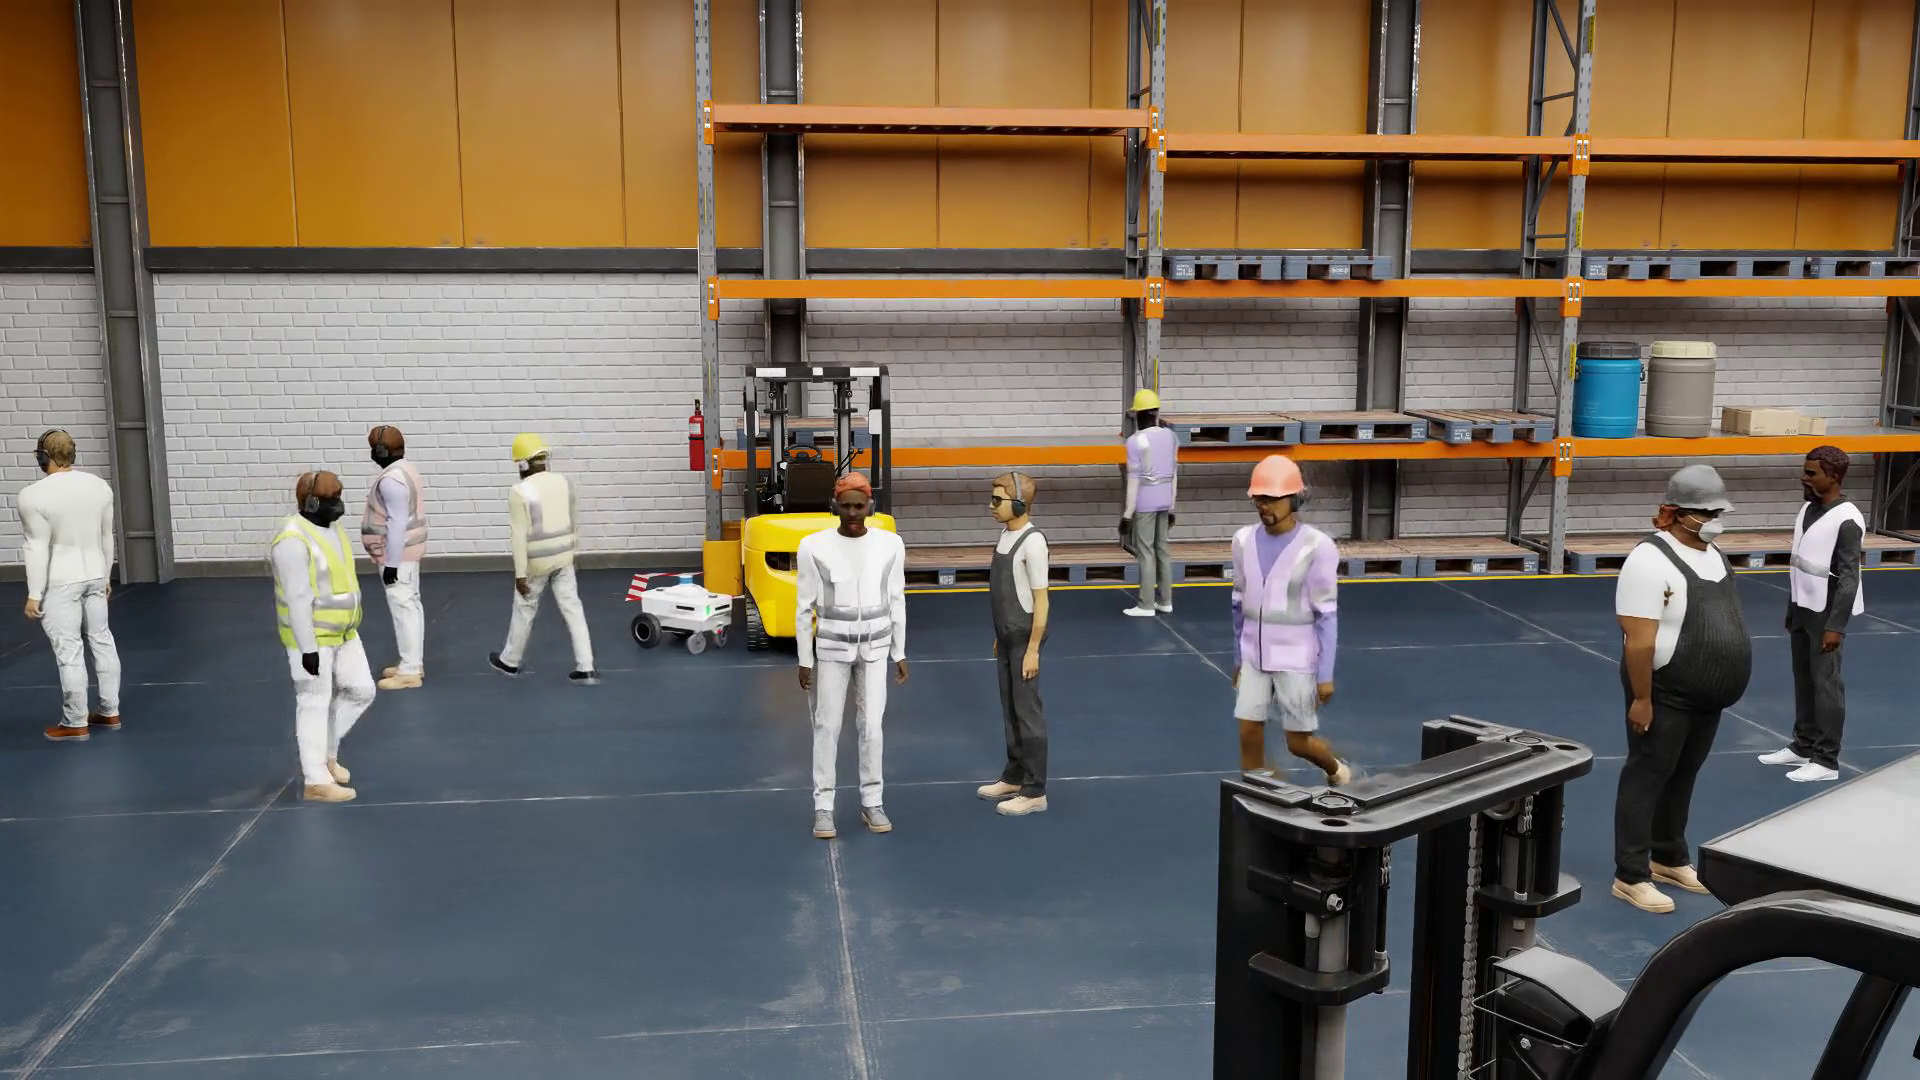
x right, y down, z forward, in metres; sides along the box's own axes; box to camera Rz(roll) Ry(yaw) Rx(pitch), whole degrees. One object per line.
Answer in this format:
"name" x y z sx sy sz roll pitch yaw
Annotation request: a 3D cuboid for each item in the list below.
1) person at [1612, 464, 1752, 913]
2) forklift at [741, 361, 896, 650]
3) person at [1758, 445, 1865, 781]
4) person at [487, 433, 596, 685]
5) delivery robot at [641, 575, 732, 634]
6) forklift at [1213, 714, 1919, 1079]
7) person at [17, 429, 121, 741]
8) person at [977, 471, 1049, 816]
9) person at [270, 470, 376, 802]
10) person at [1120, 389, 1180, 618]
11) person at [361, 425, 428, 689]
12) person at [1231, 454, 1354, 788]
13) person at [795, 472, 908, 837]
"person" 3.316 0.662 7.590 0.686 2.000 0.535 -7 11 -37
"forklift" -1.154 -0.340 13.365 1.214 2.155 2.313 -1 9 -7
"person" 4.917 0.416 9.507 0.392 1.919 0.591 0 9 2
"person" -2.954 0.138 11.716 0.954 1.777 0.641 7 11 35
"delivery robot" -2.109 0.514 12.846 0.707 0.478 0.477 5 11 30
"forklift" 1.441 1.425 2.350 1.214 2.155 2.313 -7 12 -39
"person" -5.511 0.279 10.300 0.379 1.940 0.629 4 10 22
"person" 0.304 0.547 8.915 0.330 1.844 0.519 -3 10 -19
"person" -3.482 0.531 9.083 0.440 1.831 0.644 1 9 8
"person" 1.586 -0.306 13.988 0.594 1.924 0.388 -8 12 -41
"person" -3.943 0.118 11.616 0.430 1.840 0.625 -2 9 -9
"person" 1.651 0.563 8.297 0.827 2.021 0.616 -9 13 -43
"person" -0.553 0.586 8.548 0.584 1.882 0.337 -3 9 -16
